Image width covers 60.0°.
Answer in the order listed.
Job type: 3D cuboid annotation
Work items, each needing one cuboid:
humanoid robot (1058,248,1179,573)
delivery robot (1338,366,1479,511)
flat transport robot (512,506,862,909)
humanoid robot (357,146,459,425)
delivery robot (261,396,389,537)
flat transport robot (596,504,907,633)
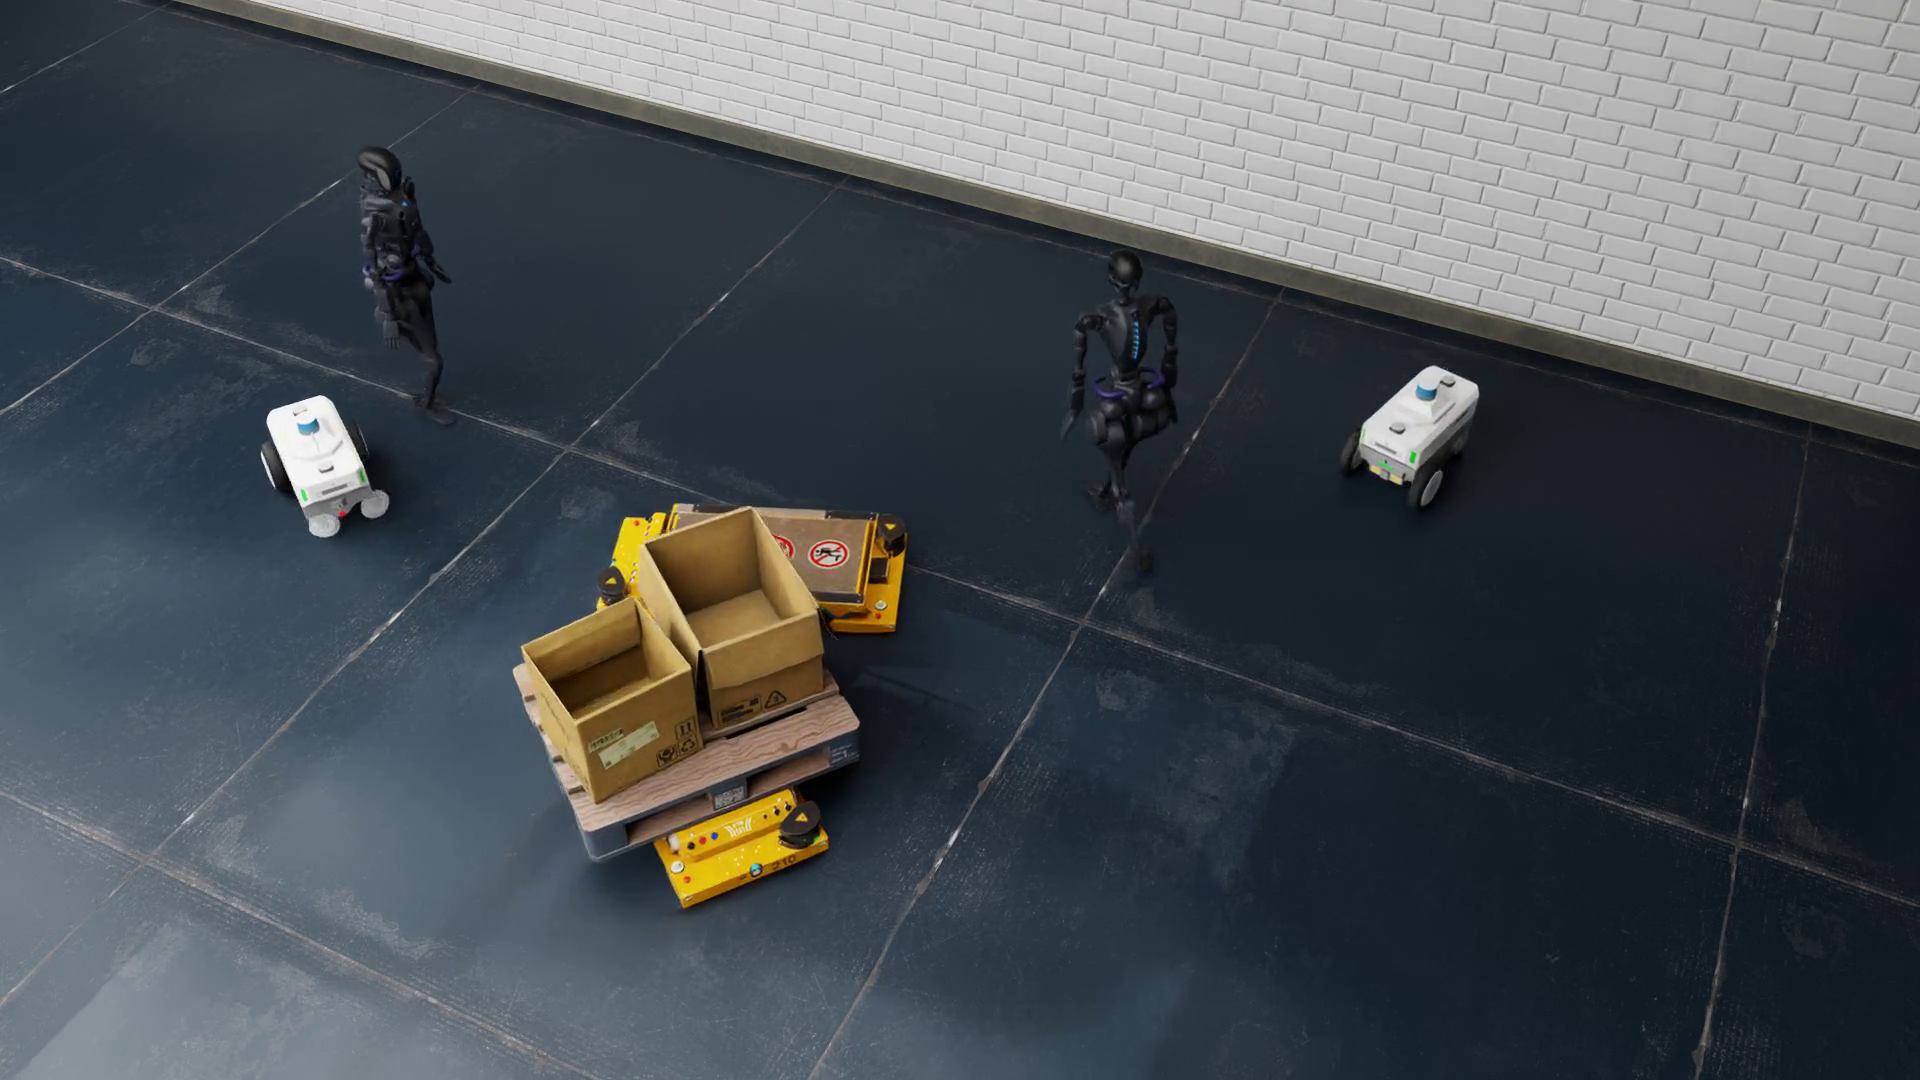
[{"bbox_3d":[0.786,-0.641,7.954,0.600,1.624,0.751,-13,44,-14],"label":"humanoid robot"},{"bbox_3d":[2.368,-0.562,8.660,0.499,0.606,0.796,31,51,29],"label":"delivery robot"},{"bbox_3d":[-1.157,0.910,7.273,0.659,0.231,1.431,-19,46,-20],"label":"flat transport robot"},{"bbox_3d":[-2.885,-1.324,8.654,0.346,1.649,0.609,7,43,8],"label":"humanoid robot"},{"bbox_3d":[-3.261,-0.410,8.502,0.524,0.614,0.786,-21,47,-21],"label":"delivery robot"},{"bbox_3d":[-0.998,0.136,8.109,1.431,0.231,0.659,3,43,3],"label":"flat transport robot"}]
